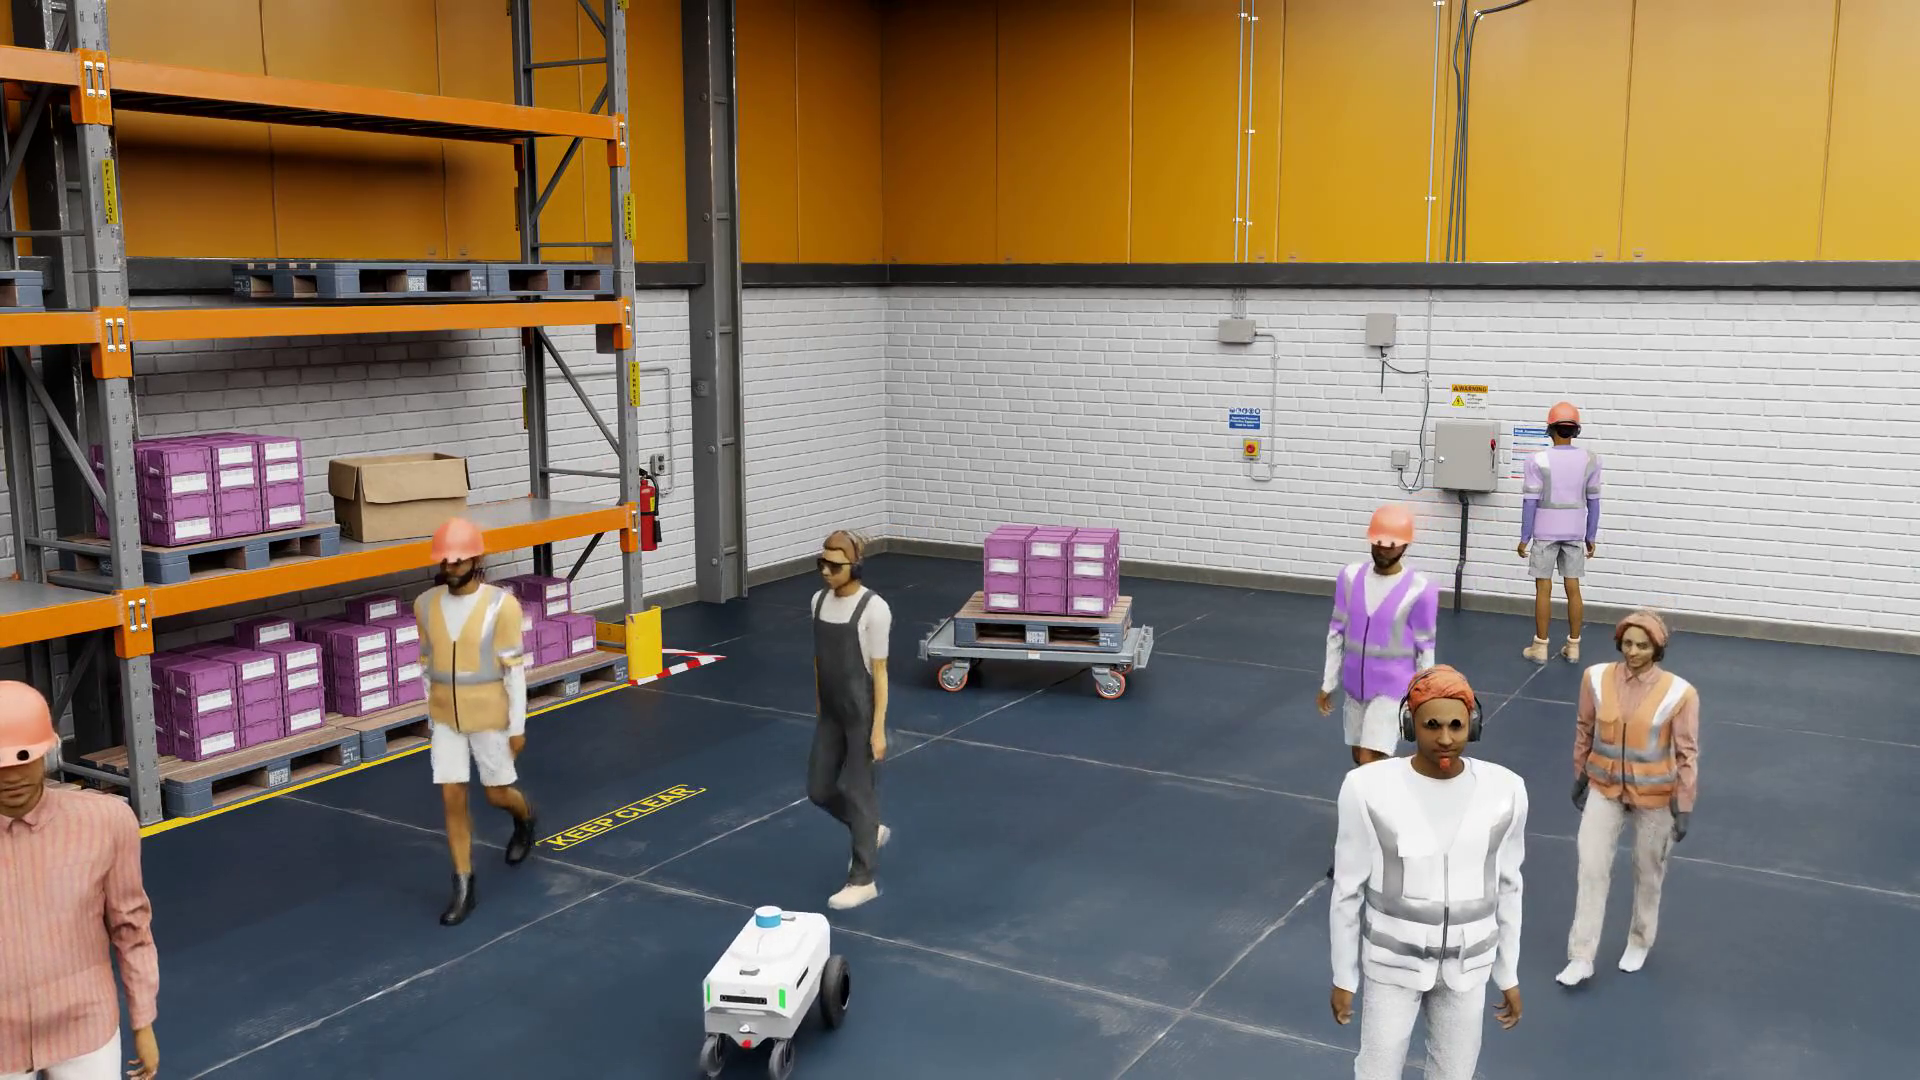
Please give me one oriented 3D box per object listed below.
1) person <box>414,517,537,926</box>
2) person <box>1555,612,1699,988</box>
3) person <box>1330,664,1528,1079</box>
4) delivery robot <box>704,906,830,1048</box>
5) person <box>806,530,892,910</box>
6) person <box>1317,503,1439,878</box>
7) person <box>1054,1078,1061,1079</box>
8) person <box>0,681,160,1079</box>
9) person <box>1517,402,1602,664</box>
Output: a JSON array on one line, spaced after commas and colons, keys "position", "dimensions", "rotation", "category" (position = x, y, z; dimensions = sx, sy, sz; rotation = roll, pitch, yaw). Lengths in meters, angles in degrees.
[{"position": [-2.308, 0.812, 7.994], "dimensions": [0.542, 1.914, 0.790], "rotation": [1, 9, 8], "category": "person"}, {"position": [2.810, 1.107, 7.027], "dimensions": [0.545, 1.602, 0.757], "rotation": [8, 12, 39], "category": "person"}, {"position": [1.404, 1.297, 5.015], "dimensions": [0.584, 1.882, 0.337], "rotation": [0, 9, -1], "category": "person"}, {"position": [-0.745, 1.676, 6.493], "dimensions": [0.477, 0.478, 0.707], "rotation": [2, 9, 9], "category": "delivery robot"}, {"position": [-0.506, 0.848, 8.007], "dimensions": [0.520, 1.833, 0.463], "rotation": [7, 12, 38], "category": "person"}, {"position": [2.186, 0.729, 8.519], "dimensions": [0.880, 1.905, 0.554], "rotation": [-9, 13, -43], "category": "person"}, {"position": [0.133, 1.710, 2.585], "dimensions": [0.621, 1.838, 0.429], "rotation": [1, 9, 8], "category": "person"}, {"position": [-2.478, 1.338, 4.454], "dimensions": [0.621, 1.986, 0.407], "rotation": [-6, 11, -35], "category": "person"}, {"position": [4.649, -0.055, 12.961], "dimensions": [0.614, 2.040, 0.390], "rotation": [0, 9, -2], "category": "person"}]
